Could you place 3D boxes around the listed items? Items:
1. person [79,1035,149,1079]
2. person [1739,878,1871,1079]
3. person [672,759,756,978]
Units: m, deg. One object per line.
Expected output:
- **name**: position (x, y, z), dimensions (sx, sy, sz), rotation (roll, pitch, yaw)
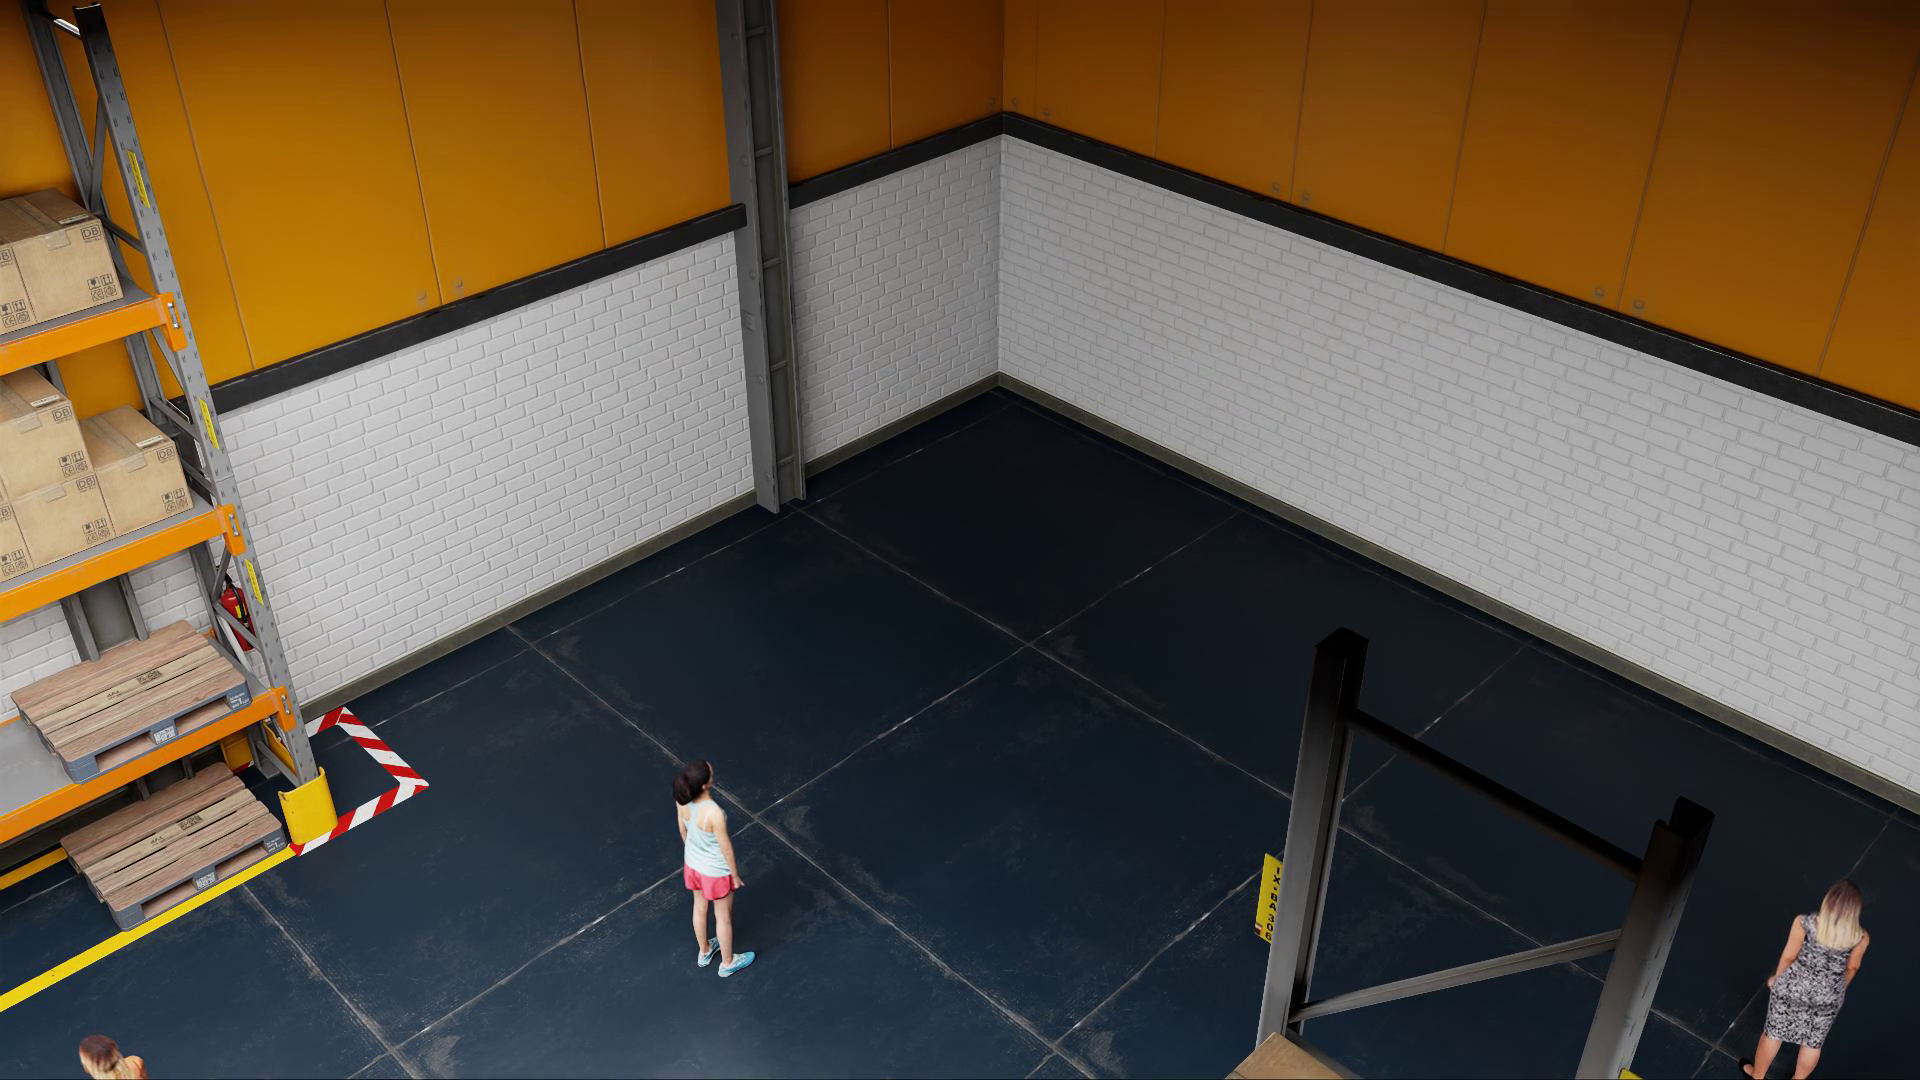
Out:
- **person**: position (-4.483, 3.283, 9.078), dimensions (0.708, 1.627, 0.596), rotation (8, 34, 12)
- **person**: position (5.052, 2.685, 9.907), dimensions (0.634, 1.705, 0.622), rotation (13, 36, 18)
- **person**: position (-1.612, 2.102, 10.730), dimensions (0.625, 1.765, 0.623), rotation (22, 39, 29)
